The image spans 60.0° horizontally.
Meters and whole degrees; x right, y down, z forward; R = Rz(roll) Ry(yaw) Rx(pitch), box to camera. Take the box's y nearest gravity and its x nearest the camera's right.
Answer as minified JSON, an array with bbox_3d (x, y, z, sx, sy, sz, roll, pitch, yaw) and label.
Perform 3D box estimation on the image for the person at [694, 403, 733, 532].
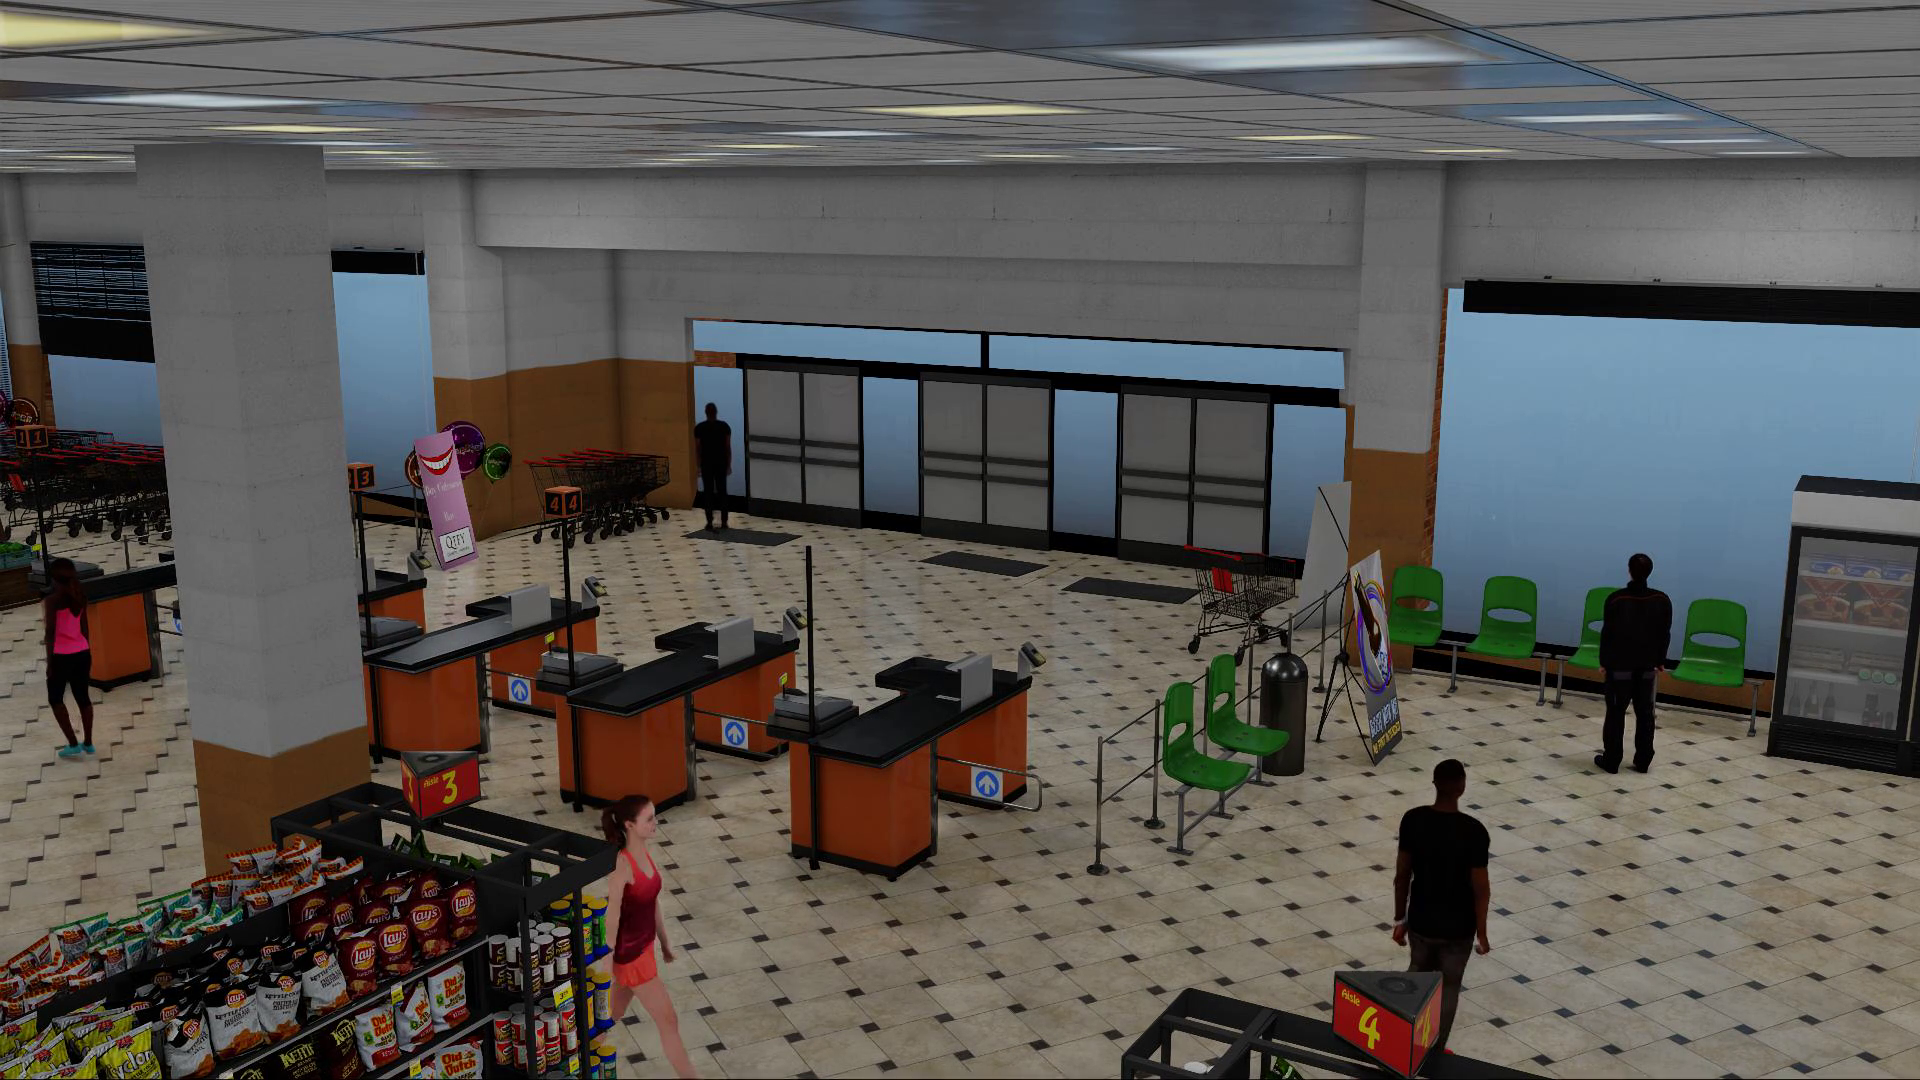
[{"bbox_3d":[-3.473,-1.034,23.447,0.730,1.819,0.786,-3,12,-14],"label":"person"}]

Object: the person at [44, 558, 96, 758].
[{"bbox_3d":[-7.504,0.998,14.033,0.668,1.722,0.514,5,13,24],"label":"person"}]

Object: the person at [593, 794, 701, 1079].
[{"bbox_3d":[-1.757,2.159,8.571,0.969,1.699,1.161,1,12,5],"label":"person"}]

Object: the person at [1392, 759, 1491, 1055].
[{"bbox_3d":[2.515,2.068,8.841,0.712,1.766,0.855,9,15,37],"label":"person"}]

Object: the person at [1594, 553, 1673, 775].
[{"bbox_3d":[5.527,1.012,13.683,0.805,1.839,0.777,0,12,0],"label":"person"}]
